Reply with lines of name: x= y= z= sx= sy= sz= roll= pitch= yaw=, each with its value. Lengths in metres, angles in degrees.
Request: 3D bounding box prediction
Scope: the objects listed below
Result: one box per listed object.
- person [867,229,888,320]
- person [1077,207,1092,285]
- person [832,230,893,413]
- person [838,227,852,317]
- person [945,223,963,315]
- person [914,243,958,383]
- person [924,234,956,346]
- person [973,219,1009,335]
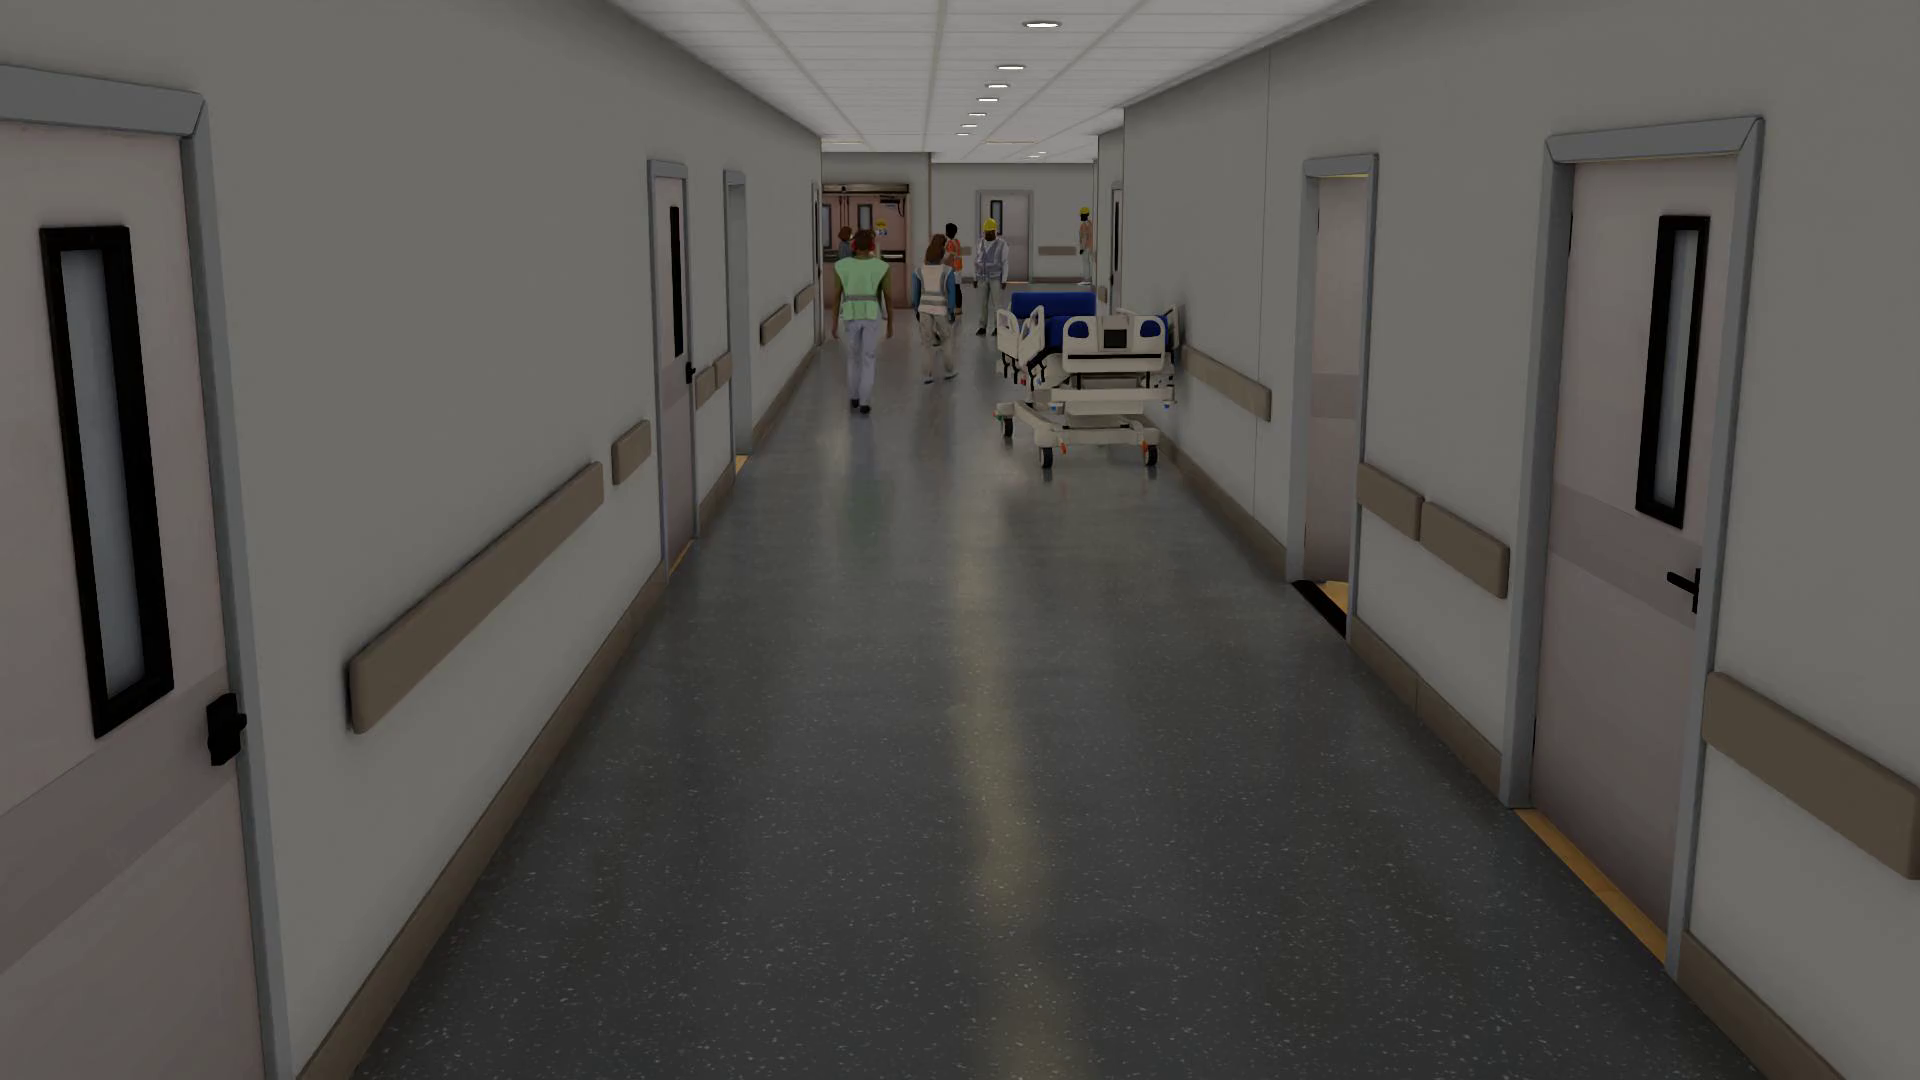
person: x=-1.536 y=-4.677 z=29.370 sx=0.371 sy=1.610 sz=0.574 roll=10 pitch=16 yaw=41
person: x=3.105 y=-7.304 z=41.362 sx=0.367 sy=1.927 sz=0.587 roll=4 pitch=12 yaw=17
person: x=-0.976 y=-2.224 z=16.866 sx=0.605 sy=1.811 sz=0.864 roll=0 pitch=12 yaw=2
person: x=-2.078 y=-4.850 z=30.123 sx=0.266 sy=1.631 sz=0.507 roll=1 pitch=12 yaw=3
person: x=-0.120 y=-5.015 z=30.798 sx=0.322 sy=1.689 sz=0.535 roll=3 pitch=12 yaw=13
person: x=-0.264 y=-2.668 z=19.526 sx=0.541 sy=1.606 sz=0.758 roll=3 pitch=12 yaw=16
person: x=-0.284 y=-3.637 z=24.219 sx=0.548 sy=1.621 sz=0.367 roll=7 pitch=14 yaw=31
person: x=0.472 y=-4.133 z=26.179 sx=0.590 sy=1.824 sz=0.403 roll=5 pitch=13 yaw=25
